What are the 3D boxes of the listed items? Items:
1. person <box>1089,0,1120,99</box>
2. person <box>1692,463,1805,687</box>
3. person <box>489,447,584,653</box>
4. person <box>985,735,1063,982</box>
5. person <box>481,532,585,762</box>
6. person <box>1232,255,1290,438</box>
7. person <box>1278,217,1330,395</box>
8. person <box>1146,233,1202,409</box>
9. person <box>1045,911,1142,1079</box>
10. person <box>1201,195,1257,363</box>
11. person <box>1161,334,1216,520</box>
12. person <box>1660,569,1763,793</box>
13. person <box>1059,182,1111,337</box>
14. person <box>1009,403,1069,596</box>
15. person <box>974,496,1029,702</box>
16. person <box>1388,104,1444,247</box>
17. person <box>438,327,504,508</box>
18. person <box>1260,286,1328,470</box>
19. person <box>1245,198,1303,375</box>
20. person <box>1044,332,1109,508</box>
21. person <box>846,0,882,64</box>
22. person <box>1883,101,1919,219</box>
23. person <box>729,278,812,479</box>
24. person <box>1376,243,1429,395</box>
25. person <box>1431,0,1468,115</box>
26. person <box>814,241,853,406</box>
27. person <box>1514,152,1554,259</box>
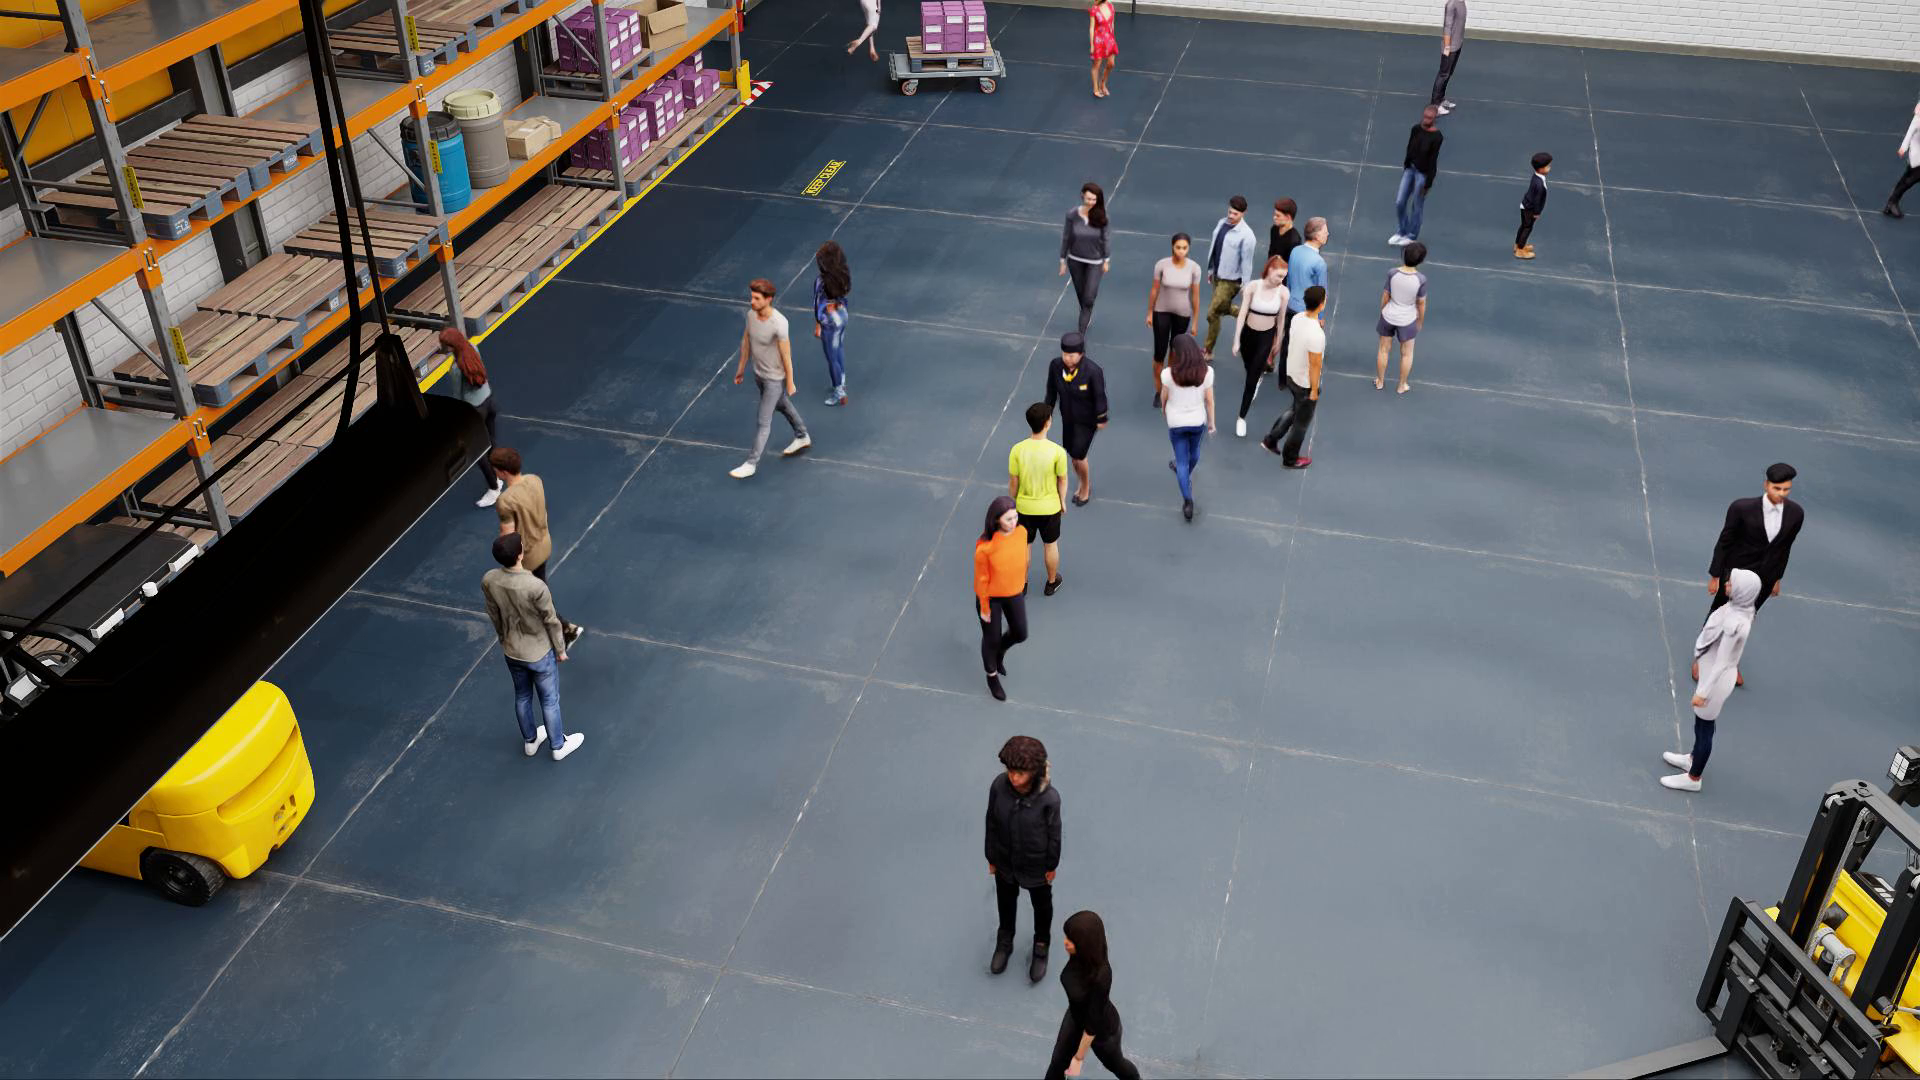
[{"bbox_3d":[1.967,-7.085,23.600,0.725,1.581,0.781,-15,36,-21],"label":"person"},{"bbox_3d":[5.839,0.232,12.318,0.727,1.883,0.603,3,34,5],"label":"person"},{"bbox_3d":[-3.176,0.128,12.517,0.788,1.836,0.838,13,36,19],"label":"person"},{"bbox_3d":[0.380,1.874,9.944,0.624,1.776,0.592,10,35,15],"label":"person"},{"bbox_3d":[-3.001,0.752,11.552,0.707,1.865,0.592,11,35,15],"label":"person"},{"bbox_3d":[2.811,-1.912,15.715,0.618,1.694,1.192,11,35,16],"label":"person"},{"bbox_3d":[3.336,-2.261,16.136,0.793,1.809,0.734,-18,37,-24],"label":"person"},{"bbox_3d":[2.057,-2.208,16.134,0.742,1.722,0.981,3,34,4],"label":"person"},{"bbox_3d":[0.800,2.604,9.003,1.075,1.602,1.039,-16,37,-23],"label":"person"},{"bbox_3d":[2.764,-2.629,16.720,1.156,1.775,1.168,-12,35,-17],"label":"person"},{"bbox_3d":[1.951,-0.924,14.281,0.895,1.634,1.101,-2,34,-3],"label":"person"},{"bbox_3d":[5.151,0.960,11.319,0.727,1.777,0.558,17,37,24],"label":"person"},{"bbox_3d":[1.307,-2.892,17.167,0.666,1.718,1.046,8,34,11],"label":"person"},{"bbox_3d":[0.624,-0.307,13.290,0.647,1.706,0.574,4,34,6],"label":"person"},{"bbox_3d":[0.241,0.382,12.222,0.772,1.739,0.833,-19,38,-26],"label":"person"},{"bbox_3d":[5.340,-4.202,19.133,0.795,1.724,0.751,-22,40,-30],"label":"person"},{"bbox_3d":[-4.198,-1.152,14.552,0.786,1.715,0.516,21,39,28],"label":"person"},{"bbox_3d":[2.983,-1.434,14.907,0.876,1.792,0.808,-9,35,-13],"label":"person"},{"bbox_3d":[3.273,-2.510,16.484,1.053,1.838,1.077,-10,35,-14],"label":"person"},{"bbox_3d":[1.077,-1.078,14.503,0.818,1.647,0.808,22,39,29],"label":"person"},{"bbox_3d":[-1.406,-7.916,24.670,0.838,1.780,1.028,24,41,32],"label":"person"},{"bbox_3d":[11.398,-4.745,19.890,0.785,1.789,0.835,-15,36,-21],"label":"person"},{"bbox_3d":[-1.637,-1.500,14.957,1.300,1.846,1.100,-27,42,-34],"label":"person"},{"bbox_3d":[4.303,-2.187,16.246,0.615,1.564,0.581,11,35,15],"label":"person"},{"bbox_3d":[6.810,-6.895,23.066,0.787,1.855,0.583,18,38,25],"label":"person"},{"bbox_3d":[-1.204,-2.097,16.068,0.780,1.610,0.591,8,34,12],"label":"person"},{"bbox_3d":[6.550,-3.850,19.056,0.562,1.223,0.409,7,34,10],"label":"person"}]
